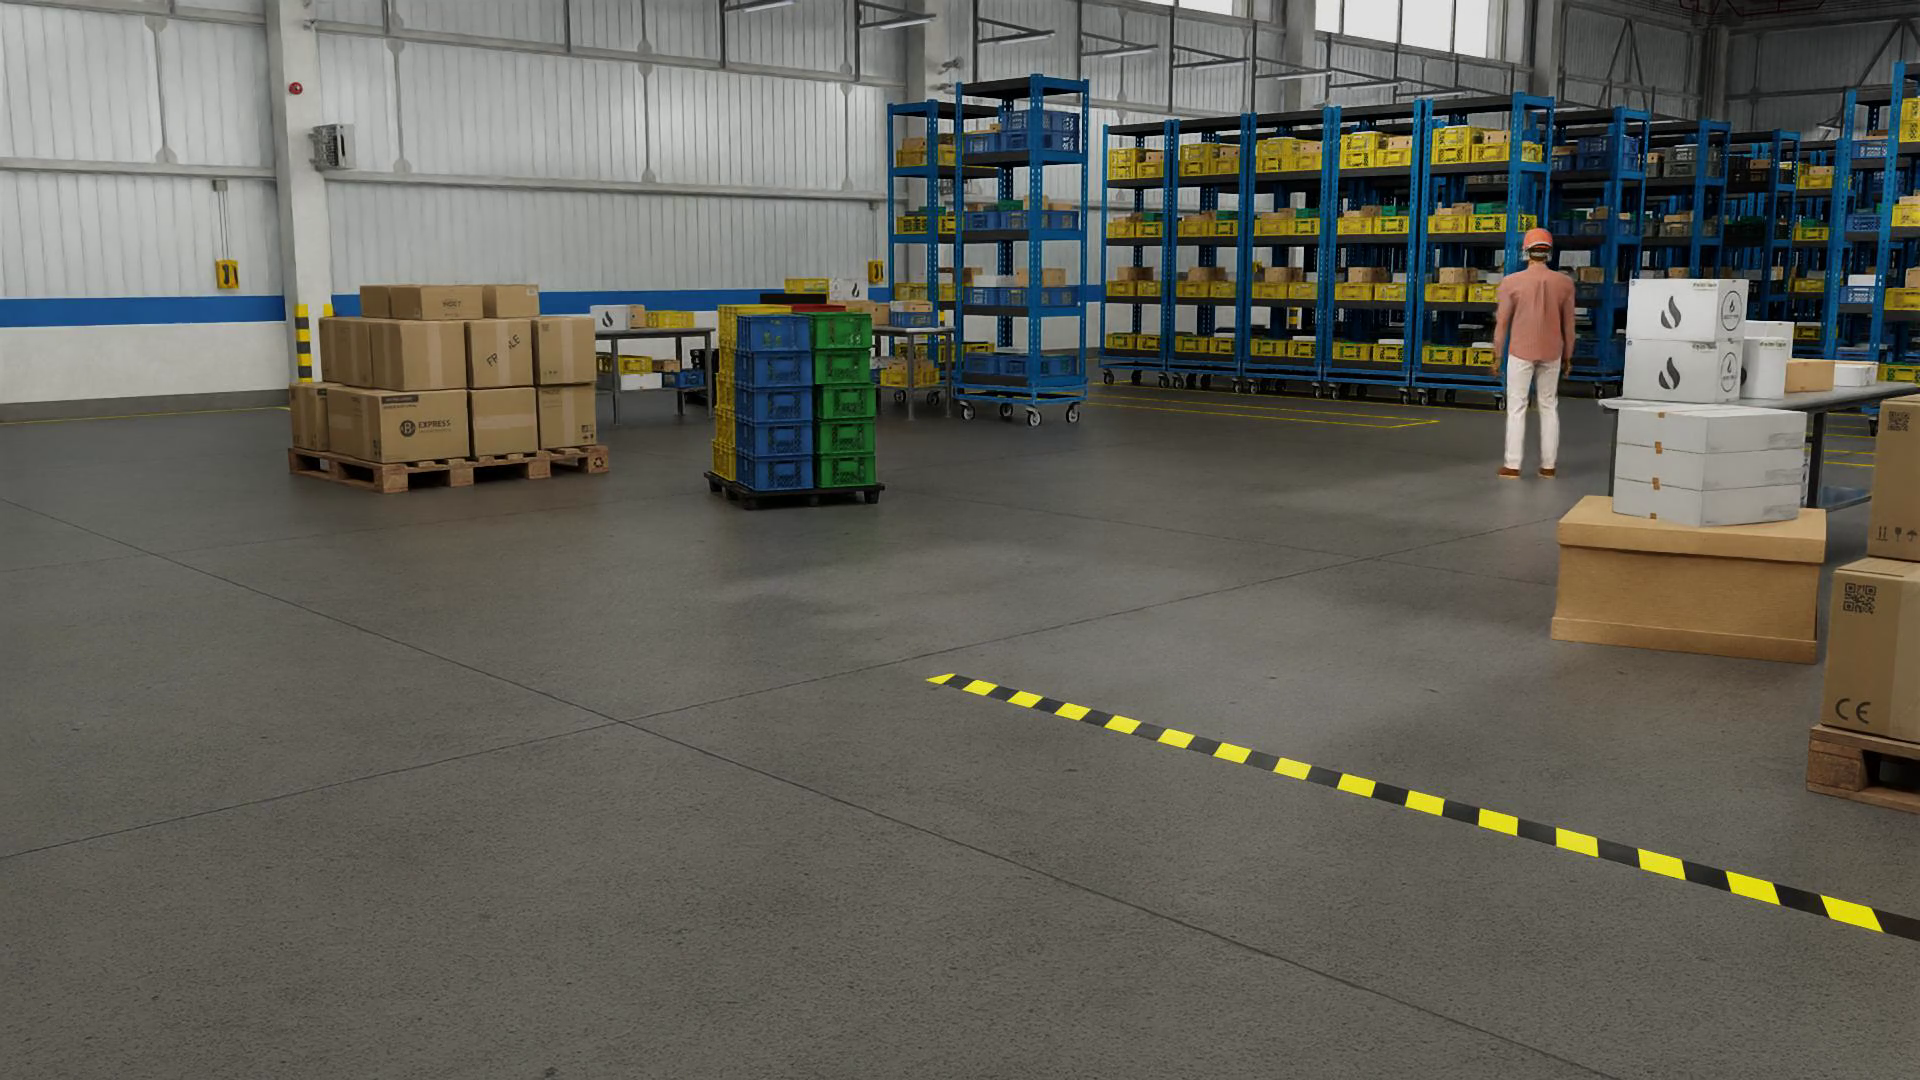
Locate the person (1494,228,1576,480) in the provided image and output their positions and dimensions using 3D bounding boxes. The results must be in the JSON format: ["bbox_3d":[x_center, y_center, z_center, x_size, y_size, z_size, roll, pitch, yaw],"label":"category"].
[{"bbox_3d":[4.537,-1.465,13.151,0.634,1.980,0.440,0,9,-2],"label":"person"}]
